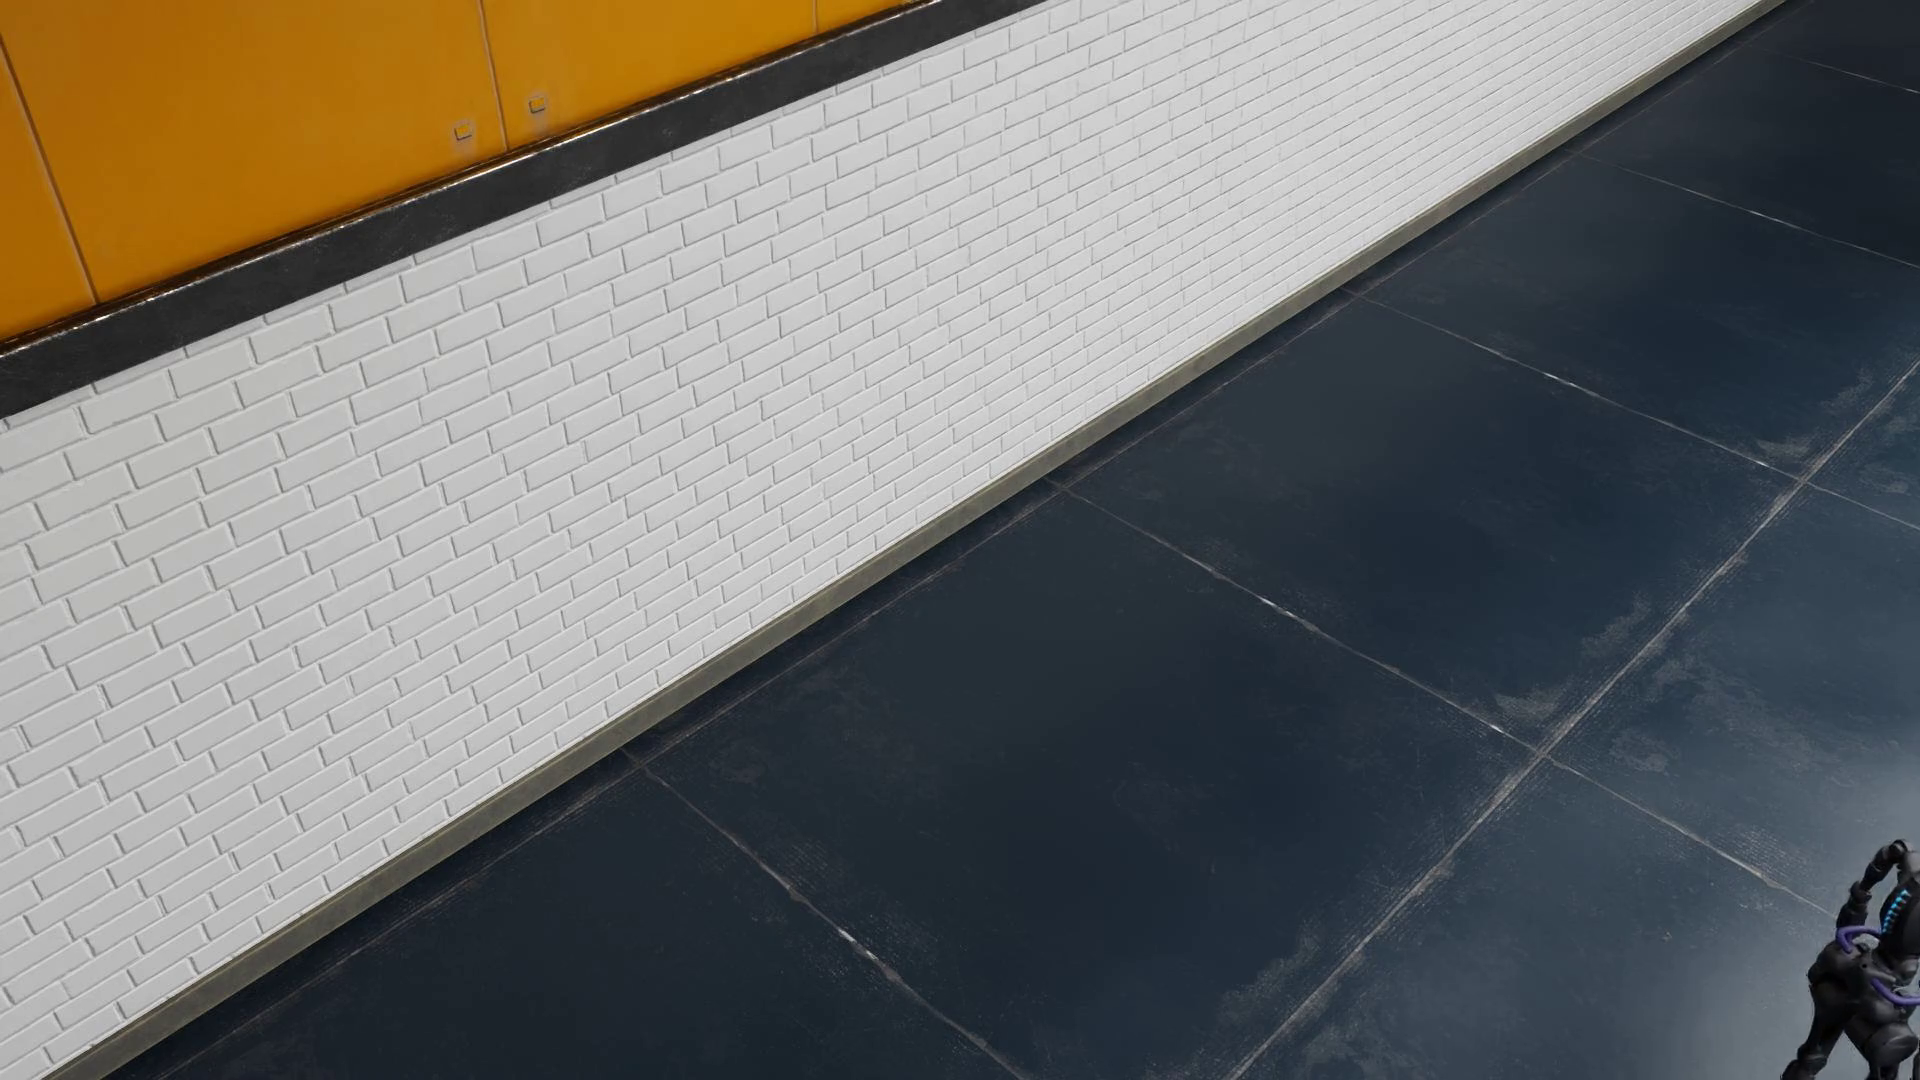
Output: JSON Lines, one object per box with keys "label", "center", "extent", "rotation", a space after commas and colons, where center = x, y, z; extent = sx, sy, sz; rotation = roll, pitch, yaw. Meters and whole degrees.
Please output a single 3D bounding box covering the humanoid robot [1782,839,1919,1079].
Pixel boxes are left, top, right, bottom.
{"label": "humanoid robot", "center": [3.192, 1.590, 5.813], "extent": [0.443, 1.643, 0.588], "rotation": [-8, 39, -10]}
